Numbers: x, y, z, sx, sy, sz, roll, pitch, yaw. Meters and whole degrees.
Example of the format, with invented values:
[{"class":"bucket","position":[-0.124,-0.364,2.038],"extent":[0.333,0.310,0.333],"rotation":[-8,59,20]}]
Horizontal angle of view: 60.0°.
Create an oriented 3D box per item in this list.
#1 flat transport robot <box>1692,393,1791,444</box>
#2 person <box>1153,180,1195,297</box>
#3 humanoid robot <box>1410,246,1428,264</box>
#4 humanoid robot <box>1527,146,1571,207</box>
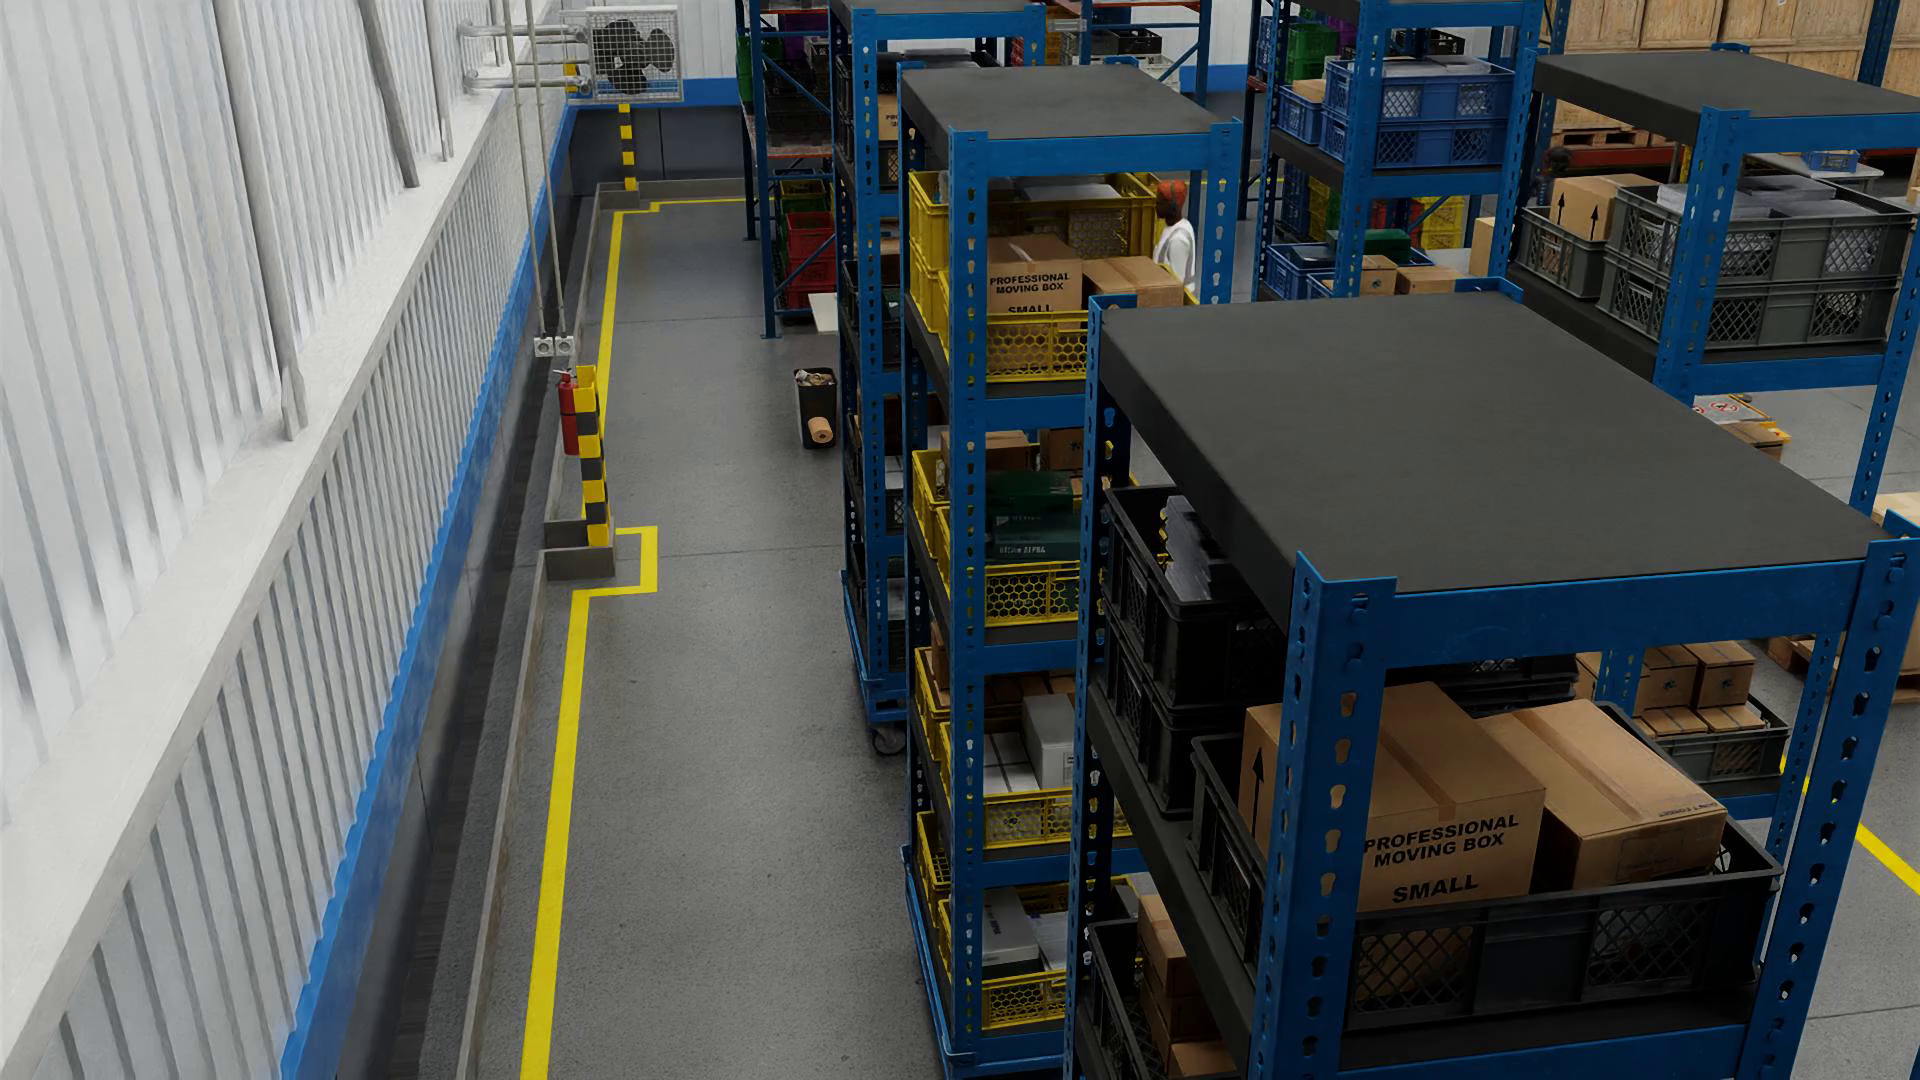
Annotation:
[{"class":"flat transport robot","position":[5.224,-0.859,12.132],"extent":[1.431,0.197,0.652],"rotation":[-4,25,-8]},{"class":"person","position":[1.523,-1.666,11.999],"extent":[0.339,1.876,0.573],"rotation":[2,25,5]},{"class":"humanoid robot","position":[2.953,-1.130,11.066],"extent":[0.573,1.652,0.328],"rotation":[6,25,12]},{"class":"humanoid robot","position":[4.908,-2.479,13.985],"extent":[0.317,1.657,0.612],"rotation":[-18,30,-35]}]
